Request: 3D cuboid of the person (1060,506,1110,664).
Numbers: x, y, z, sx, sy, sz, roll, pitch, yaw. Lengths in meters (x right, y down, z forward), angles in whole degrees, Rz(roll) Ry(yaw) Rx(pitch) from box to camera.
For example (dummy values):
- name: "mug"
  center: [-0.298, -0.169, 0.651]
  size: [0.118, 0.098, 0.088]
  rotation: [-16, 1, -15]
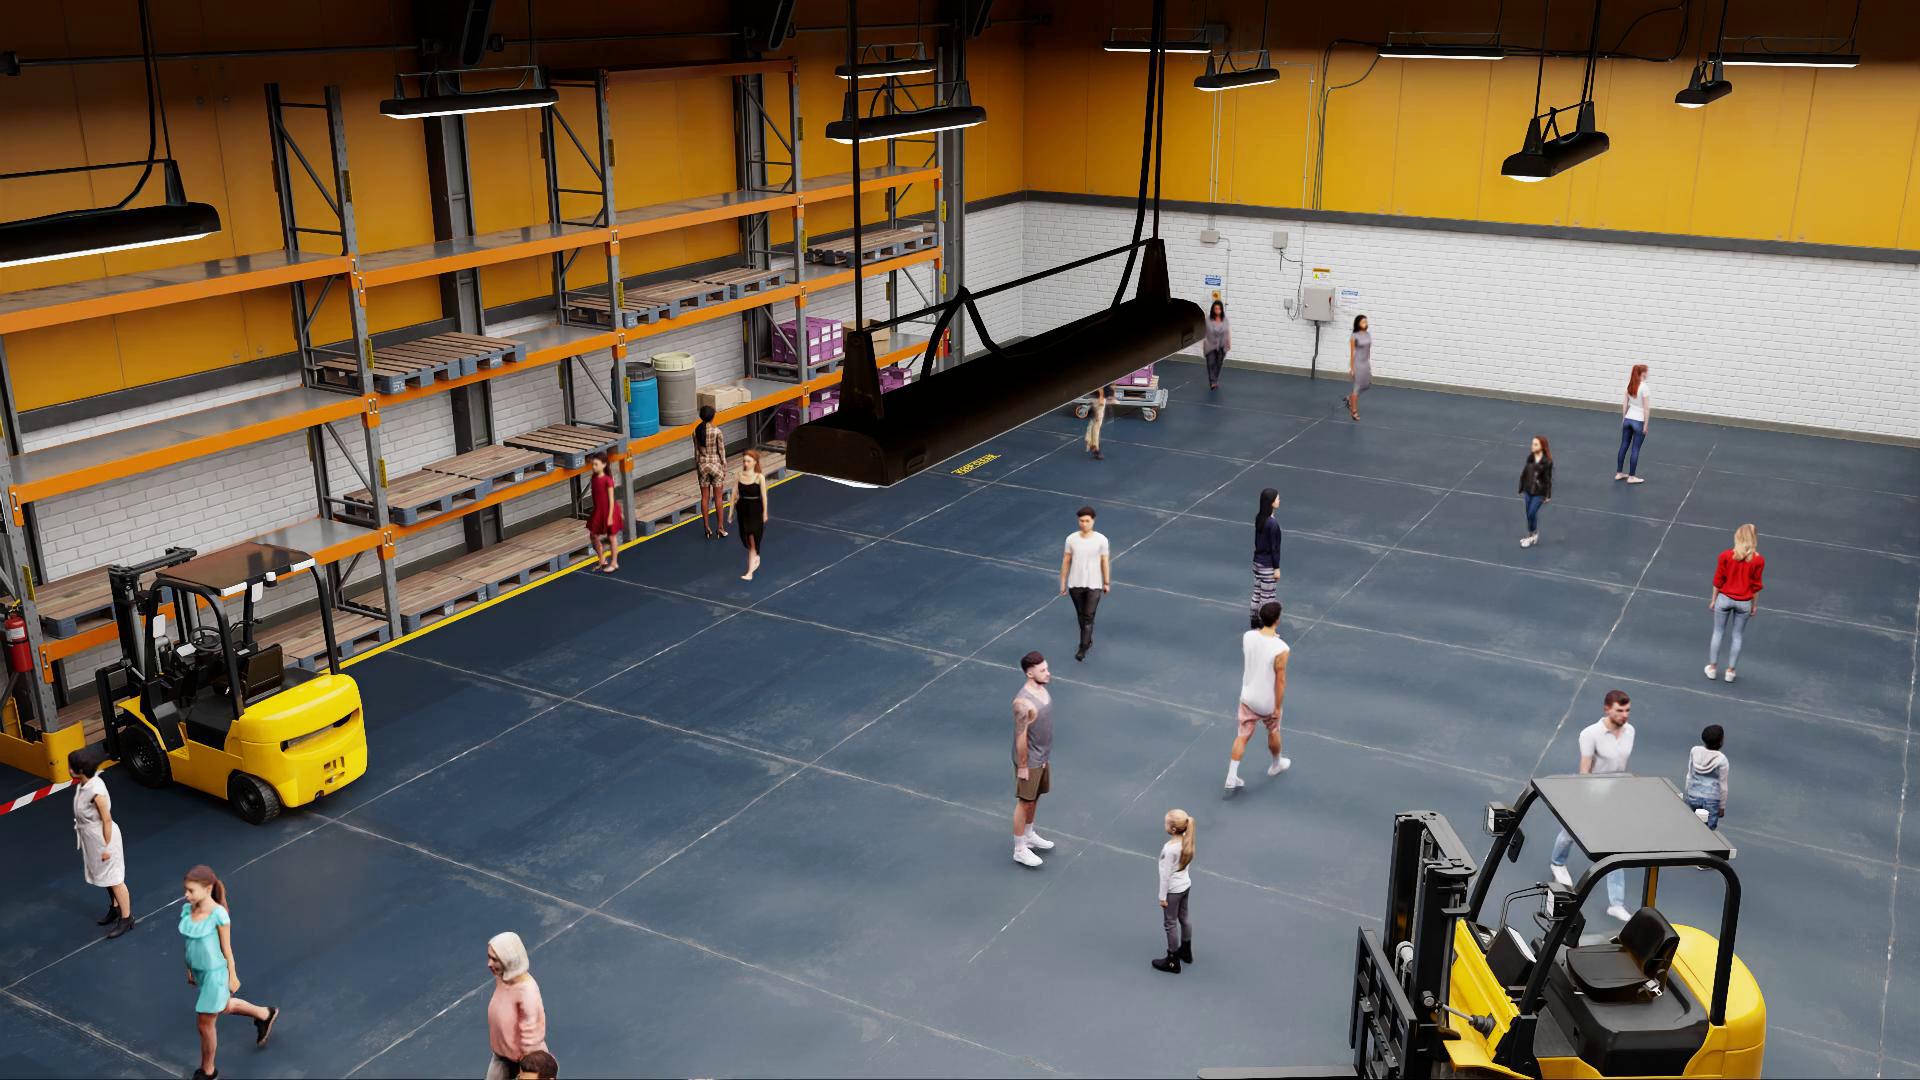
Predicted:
- name: "person"
  center: [1.380, 0.439, 18.007]
  size: [0.776, 1.691, 1.092]
  rotation: [6, 20, 18]

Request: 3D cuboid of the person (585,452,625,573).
- name: "person"
  center: [-4.354, -0.362, 20.618]
  size: [0.553, 1.543, 0.627]
  rotation: [11, 22, 30]

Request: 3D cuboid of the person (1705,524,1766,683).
- name: "person"
  center: [8.076, 0.656, 17.349]
  size: [0.666, 1.699, 0.594]
  rotation: [6, 20, 17]

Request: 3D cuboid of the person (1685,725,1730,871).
- name: "person"
  center: [6.143, 2.106, 13.730]
  size: [0.566, 1.260, 0.545]
  rotation: [-15, 24, -38]

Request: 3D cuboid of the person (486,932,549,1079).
- name: "person"
  center: [-2.581, 3.101, 10.074]
  size: [0.880, 1.709, 0.744]
  rotation: [-18, 25, -42]

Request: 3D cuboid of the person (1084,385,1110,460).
- name: "person"
  center: [2.109, -2.174, 25.569]
  size: [0.927, 1.815, 0.799]
  rotation: [3, 19, 8]

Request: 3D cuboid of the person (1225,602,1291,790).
- name: "person"
  center: [2.643, 1.438, 14.951]
  size: [0.764, 1.748, 1.162]
  rotation: [15, 24, 37]

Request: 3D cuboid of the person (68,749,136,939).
- name: "person"
  center: [-6.567, 2.293, 12.719]
  size: [0.621, 1.552, 0.623]
  rotation: [-15, 24, -37]

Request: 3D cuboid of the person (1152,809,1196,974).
- name: "person"
  center: [1.607, 2.577, 12.311]
  size: [0.579, 1.274, 0.460]
  rotation: [14, 23, 36]

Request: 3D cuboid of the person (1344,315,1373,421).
- name: "person"
  center: [6.606, -2.887, 27.762]
  size: [0.798, 1.767, 0.834]
  rotation: [-11, 21, -29]

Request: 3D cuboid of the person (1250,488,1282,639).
- name: "person"
  center: [3.402, 0.250, 18.498]
  size: [0.730, 1.735, 0.676]
  rotation: [-5, 19, -16]

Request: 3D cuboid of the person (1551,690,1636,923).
- name: "person"
  center: [4.975, 2.020, 13.142]
  size: [1.152, 1.798, 1.265]
  rotation: [-4, 19, -11]

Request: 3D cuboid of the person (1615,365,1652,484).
- name: "person"
  center: [9.854, -1.708, 24.307]
  size: [0.676, 1.738, 0.649]
  rotation: [-10, 21, -26]

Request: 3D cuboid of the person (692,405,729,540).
- name: "person"
  center: [-3.266, -0.889, 21.788]
  size: [0.642, 1.795, 0.637]
  rotation: [5, 19, 14]

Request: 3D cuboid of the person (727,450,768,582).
- name: "person"
  center: [-2.548, -0.334, 20.462]
  size: [0.769, 1.589, 1.087]
  rotation: [5, 19, 15]

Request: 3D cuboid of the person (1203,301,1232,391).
- name: "person"
  center: [4.607, -3.513, 29.934]
  size: [0.969, 1.567, 1.097]
  rotation: [-2, 19, -6]

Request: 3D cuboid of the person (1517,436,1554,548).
- name: "person"
  center: [7.509, -0.640, 21.555]
  size: [0.752, 1.470, 0.704]
  rotation: [-10, 21, -27]

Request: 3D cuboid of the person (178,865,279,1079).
- name: "person"
  center: [-4.924, 2.850, 11.093]
  size: [0.555, 1.534, 1.018]
  rotation: [10, 21, 28]

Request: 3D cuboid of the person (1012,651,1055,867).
- name: "person"
  center: [0.597, 1.761, 13.719]
  size: [0.732, 1.844, 0.528]
  rotation: [7, 20, 21]
